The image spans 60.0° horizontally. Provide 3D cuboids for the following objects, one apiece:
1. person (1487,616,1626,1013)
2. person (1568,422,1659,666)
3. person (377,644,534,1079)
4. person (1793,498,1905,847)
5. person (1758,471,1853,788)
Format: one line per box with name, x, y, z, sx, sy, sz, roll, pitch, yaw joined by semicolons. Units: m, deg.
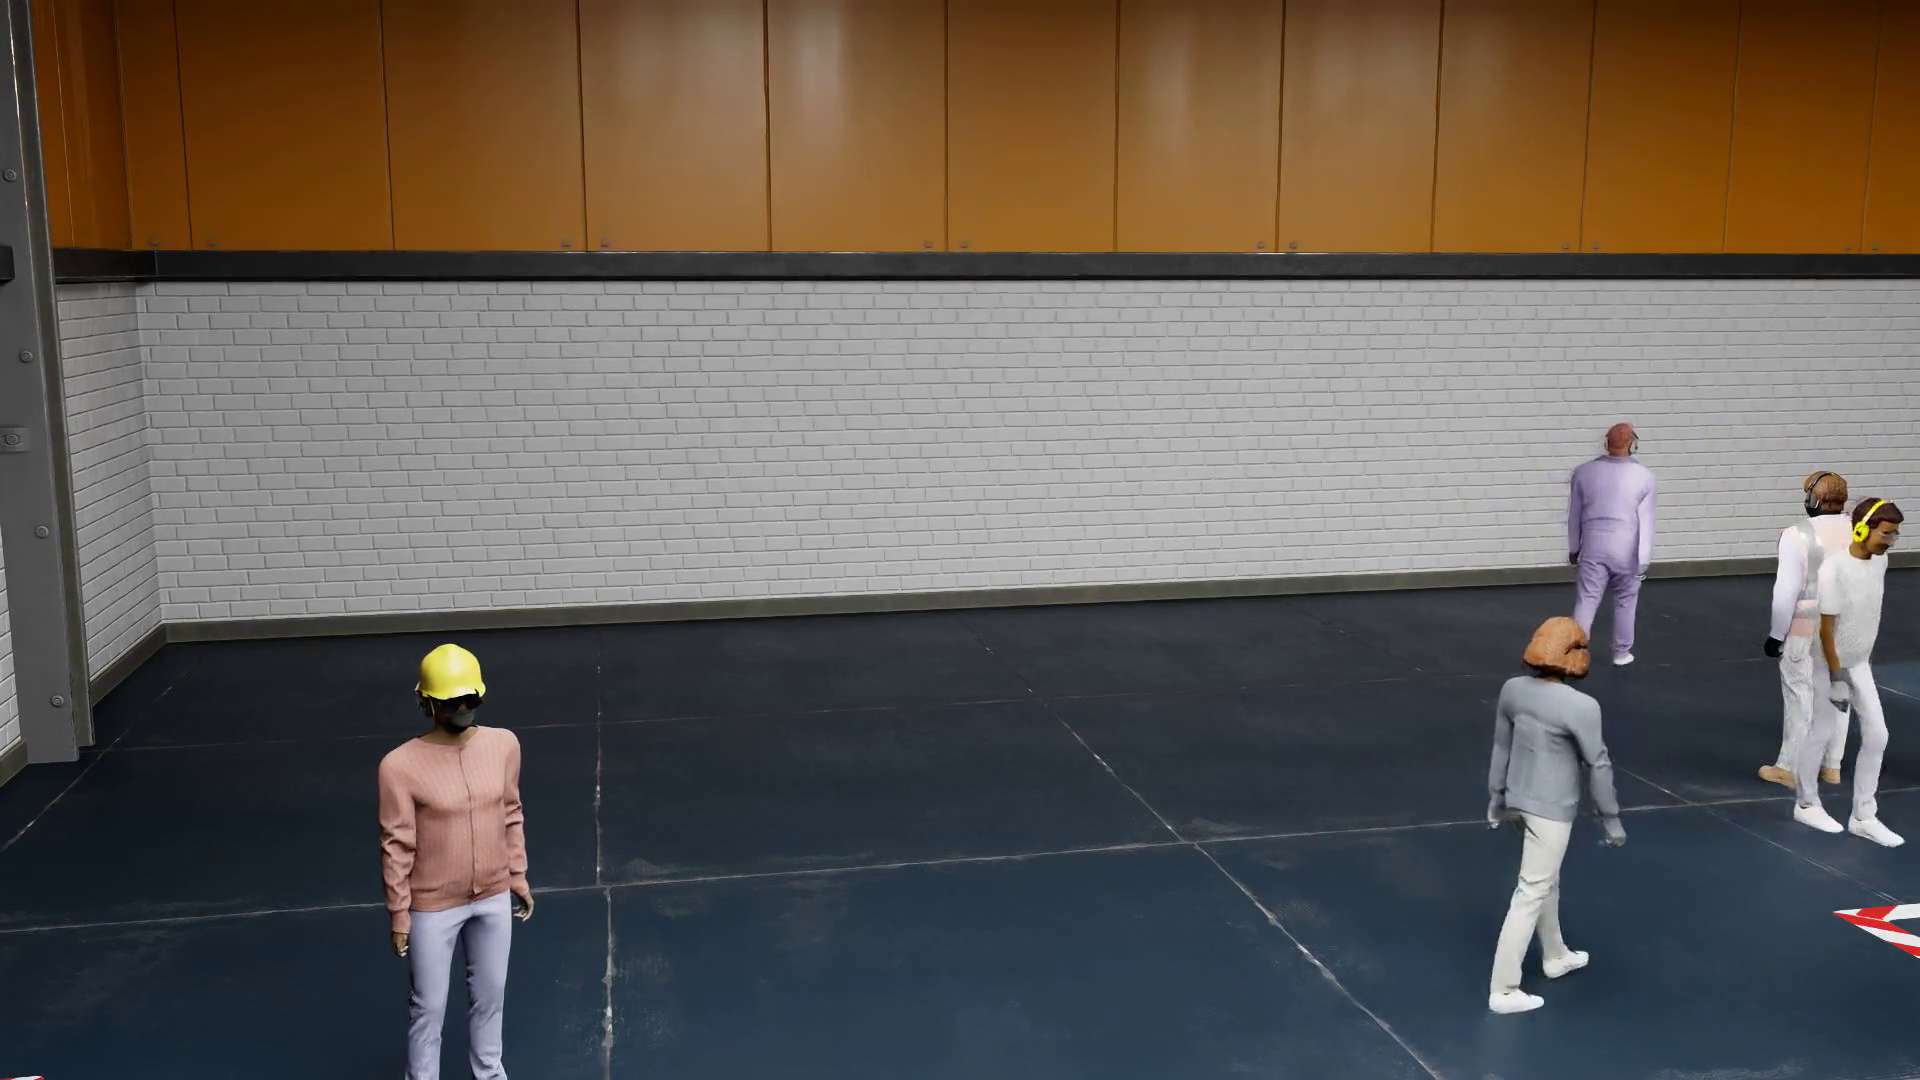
person;2.453;1.107;6.775;0.764;1.605;0.520;-4;10;-21
person;4.799;0.065;12.300;0.646;1.876;0.908;7;11;35
person;-1.682;1.213;5.619;0.315;1.767;0.535;9;13;43
person;4.673;0.683;8.653;0.543;1.823;0.731;-4;10;-23
person;4.941;0.518;9.630;0.622;1.844;0.429;-2;10;-14
